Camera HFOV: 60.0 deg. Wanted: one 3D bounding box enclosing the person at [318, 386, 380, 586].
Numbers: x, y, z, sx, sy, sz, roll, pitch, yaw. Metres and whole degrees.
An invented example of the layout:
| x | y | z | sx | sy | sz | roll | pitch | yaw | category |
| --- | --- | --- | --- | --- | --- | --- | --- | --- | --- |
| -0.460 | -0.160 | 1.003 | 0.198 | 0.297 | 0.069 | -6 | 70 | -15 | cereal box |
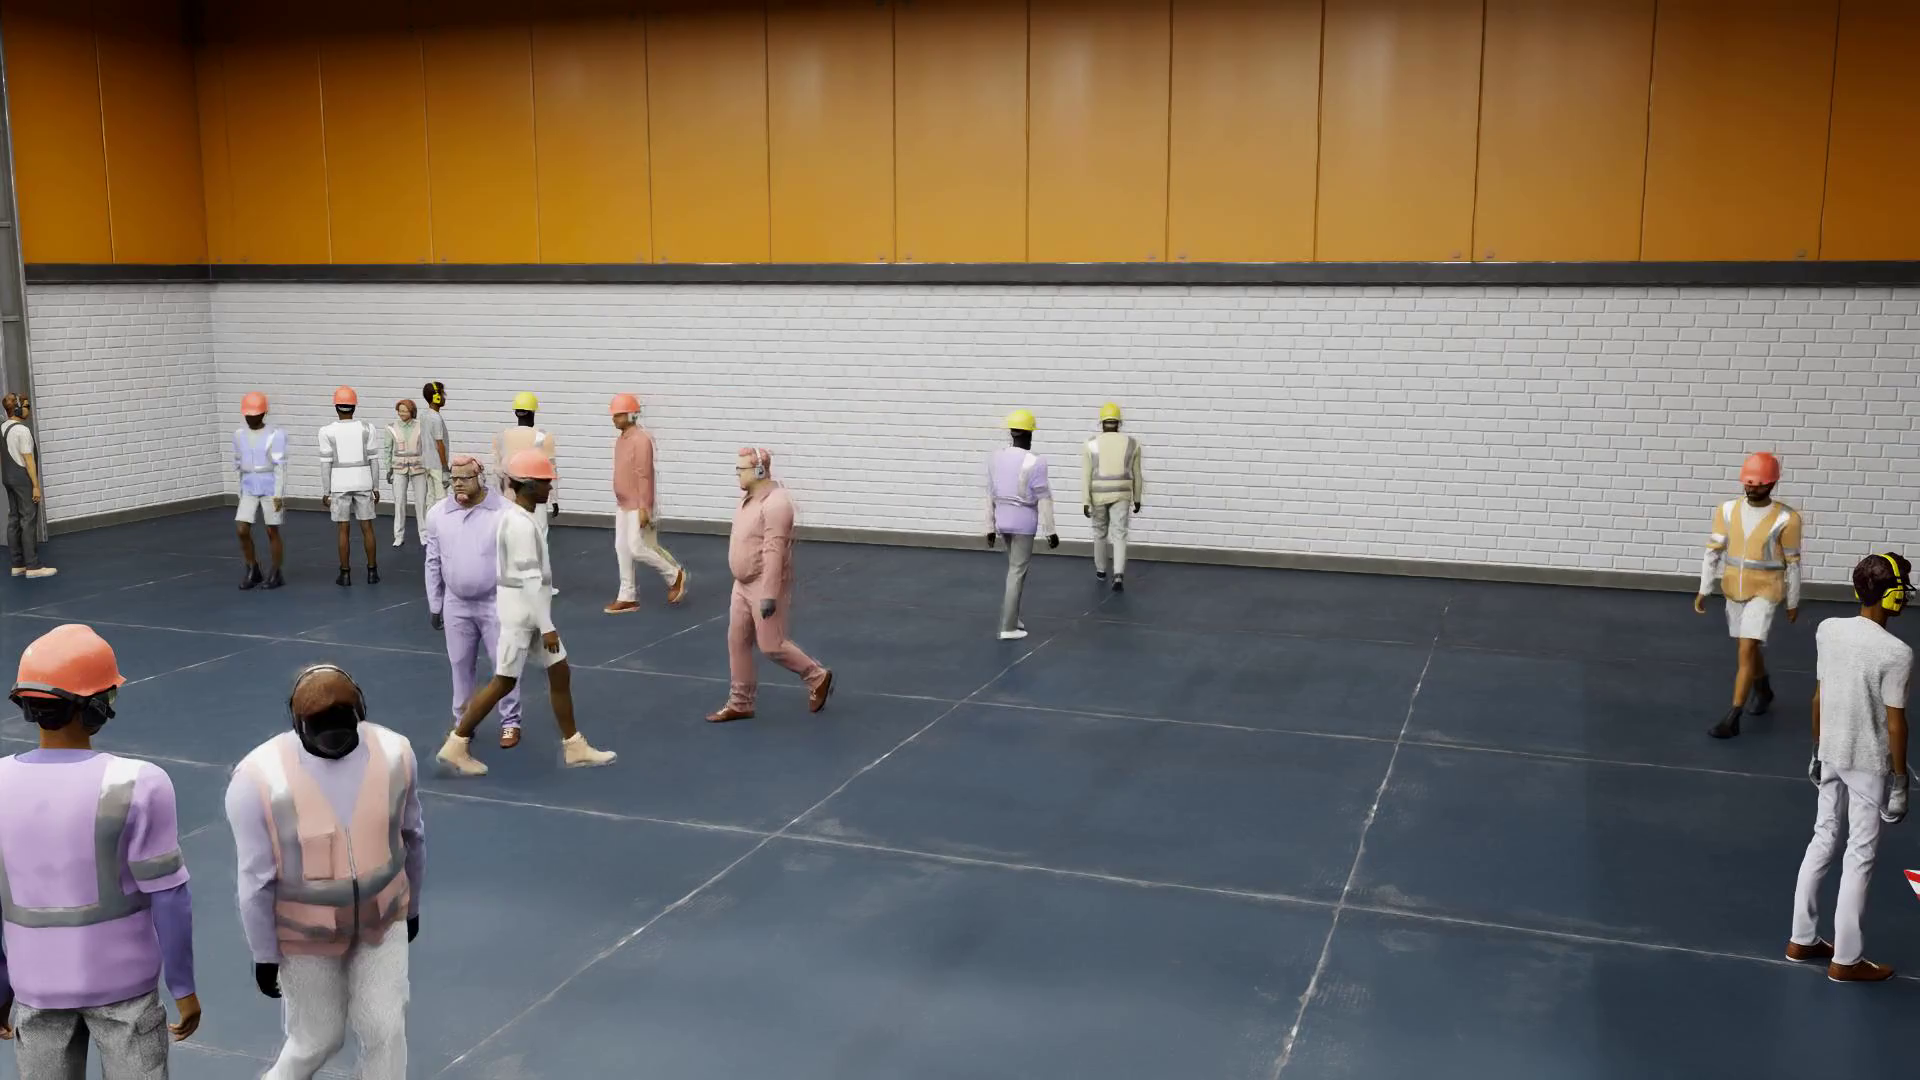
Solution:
| x | y | z | sx | sy | sz | roll | pitch | yaw | category |
| --- | --- | --- | --- | --- | --- | --- | --- | --- | --- |
| -5.907 | -0.521 | 16.116 | 0.543 | 1.940 | 0.361 | -5 | 10 | -26 | person |

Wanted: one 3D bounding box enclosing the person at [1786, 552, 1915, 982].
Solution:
| x | y | z | sx | sy | sz | roll | pitch | yaw | category |
| --- | --- | --- | --- | --- | --- | --- | --- | --- | --- |
| 3.846 | 0.970 | 7.125 | 0.323 | 1.865 | 0.517 | -2 | 9 | -15 | person |

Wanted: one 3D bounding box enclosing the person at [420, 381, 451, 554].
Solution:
| x | y | z | sx | sy | sz | roll | pitch | yaw | category |
| --- | --- | --- | --- | --- | --- | --- | --- | --- | --- |
| -5.575 | -0.758 | 17.791 | 0.328 | 1.876 | 0.508 | -7 | 12 | -39 | person |

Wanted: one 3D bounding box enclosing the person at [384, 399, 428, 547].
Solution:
| x | y | z | sx | sy | sz | roll | pitch | yaw | category |
| --- | --- | --- | --- | --- | --- | --- | --- | --- | --- |
| -6.099 | -0.744 | 18.436 | 0.515 | 1.636 | 0.315 | -2 | 9 | -14 | person |

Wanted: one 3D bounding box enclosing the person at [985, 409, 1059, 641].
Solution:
| x | y | z | sx | sy | sz | roll | pitch | yaw | category |
| --- | --- | --- | --- | --- | --- | --- | --- | --- | --- |
| 0.524 | -0.126 | 13.788 | 0.600 | 1.904 | 0.643 | 9 | 12 | 43 | person |

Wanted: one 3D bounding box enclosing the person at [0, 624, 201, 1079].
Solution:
| x | y | z | sx | sy | sz | roll | pitch | yaw | category |
| --- | --- | --- | --- | --- | --- | --- | --- | --- | --- |
| -2.510 | 1.250 | 4.804 | 0.614 | 2.042 | 0.373 | 0 | 9 | -3 | person |

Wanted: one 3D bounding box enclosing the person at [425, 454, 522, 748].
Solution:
| x | y | z | sx | sy | sz | roll | pitch | yaw | category |
| --- | --- | --- | --- | --- | --- | --- | --- | --- | --- |
| -3.076 | 0.394 | 10.577 | 0.649 | 1.899 | 0.394 | 1 | 9 | 3 | person |

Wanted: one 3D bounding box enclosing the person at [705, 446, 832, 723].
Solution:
| x | y | z | sx | sy | sz | roll | pitch | yaw | category |
| --- | --- | --- | --- | --- | --- | --- | --- | --- | --- |
| -1.302 | 0.299 | 11.214 | 0.782 | 1.880 | 0.653 | -6 | 11 | -32 | person |

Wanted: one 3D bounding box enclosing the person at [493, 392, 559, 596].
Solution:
| x | y | z | sx | sy | sz | roll | pitch | yaw | category |
| --- | --- | --- | --- | --- | --- | --- | --- | --- | --- |
| -4.027 | -0.414 | 15.492 | 0.593 | 1.925 | 0.384 | 0 | 9 | 3 | person |

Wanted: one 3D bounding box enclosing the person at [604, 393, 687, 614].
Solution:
| x | y | z | sx | sy | sz | roll | pitch | yaw | category |
| --- | --- | --- | --- | --- | --- | --- | --- | --- | --- |
| -2.854 | -0.329 | 14.811 | 0.660 | 1.978 | 0.639 | -6 | 11 | -35 | person |

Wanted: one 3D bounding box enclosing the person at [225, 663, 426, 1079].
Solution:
| x | y | z | sx | sy | sz | roll | pitch | yaw | category |
| --- | --- | --- | --- | --- | --- | --- | --- | --- | --- |
| -2.086 | 1.254 | 5.532 | 0.639 | 1.808 | 0.662 | -7 | 12 | -37 | person |

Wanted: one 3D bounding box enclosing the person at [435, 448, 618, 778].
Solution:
| x | y | z | sx | sy | sz | roll | pitch | yaw | category |
| --- | --- | --- | --- | --- | --- | --- | --- | --- | --- |
| -2.670 | 0.442 | 10.000 | 1.040 | 2.001 | 0.622 | -2 | 9 | -10 | person |

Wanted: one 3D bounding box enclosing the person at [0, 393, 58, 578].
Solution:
| x | y | z | sx | sy | sz | roll | pitch | yaw | category |
| --- | --- | --- | --- | --- | --- | --- | --- | --- | --- |
| -9.320 | -0.542 | 16.539 | 0.508 | 1.846 | 0.345 | 5 | 11 | 30 | person |

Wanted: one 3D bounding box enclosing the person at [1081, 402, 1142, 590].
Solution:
| x | y | z | sx | sy | sz | roll | pitch | yaw | category |
| --- | --- | --- | --- | --- | --- | --- | --- | --- | --- |
| 1.463 | -0.433 | 16.052 | 0.596 | 1.797 | 0.927 | 0 | 9 | 0 | person |

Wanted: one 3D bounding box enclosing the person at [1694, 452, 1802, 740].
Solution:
| x | y | z | sx | sy | sz | roll | pitch | yaw | category |
| --- | --- | --- | --- | --- | --- | --- | --- | --- | --- |
| 5.296 | 0.330 | 11.057 | 1.033 | 1.885 | 0.547 | -7 | 11 | -36 | person |

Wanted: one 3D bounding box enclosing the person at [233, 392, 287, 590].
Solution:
| x | y | z | sx | sy | sz | roll | pitch | yaw | category |
| --- | --- | --- | --- | --- | --- | --- | --- | --- | --- |
| -6.668 | -0.452 | 15.807 | 0.540 | 1.906 | 0.555 | 1 | 9 | 4 | person |

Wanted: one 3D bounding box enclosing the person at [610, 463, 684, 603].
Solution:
| x | y | z | sx | sy | sz | roll | pitch | yaw | category |
| --- | --- | --- | --- | --- | --- | --- | --- | --- | --- |
| -2.917 | -0.237 | 15.424 | 0.510 | 1.605 | 0.767 | 7 | 12 | 37 | person |
